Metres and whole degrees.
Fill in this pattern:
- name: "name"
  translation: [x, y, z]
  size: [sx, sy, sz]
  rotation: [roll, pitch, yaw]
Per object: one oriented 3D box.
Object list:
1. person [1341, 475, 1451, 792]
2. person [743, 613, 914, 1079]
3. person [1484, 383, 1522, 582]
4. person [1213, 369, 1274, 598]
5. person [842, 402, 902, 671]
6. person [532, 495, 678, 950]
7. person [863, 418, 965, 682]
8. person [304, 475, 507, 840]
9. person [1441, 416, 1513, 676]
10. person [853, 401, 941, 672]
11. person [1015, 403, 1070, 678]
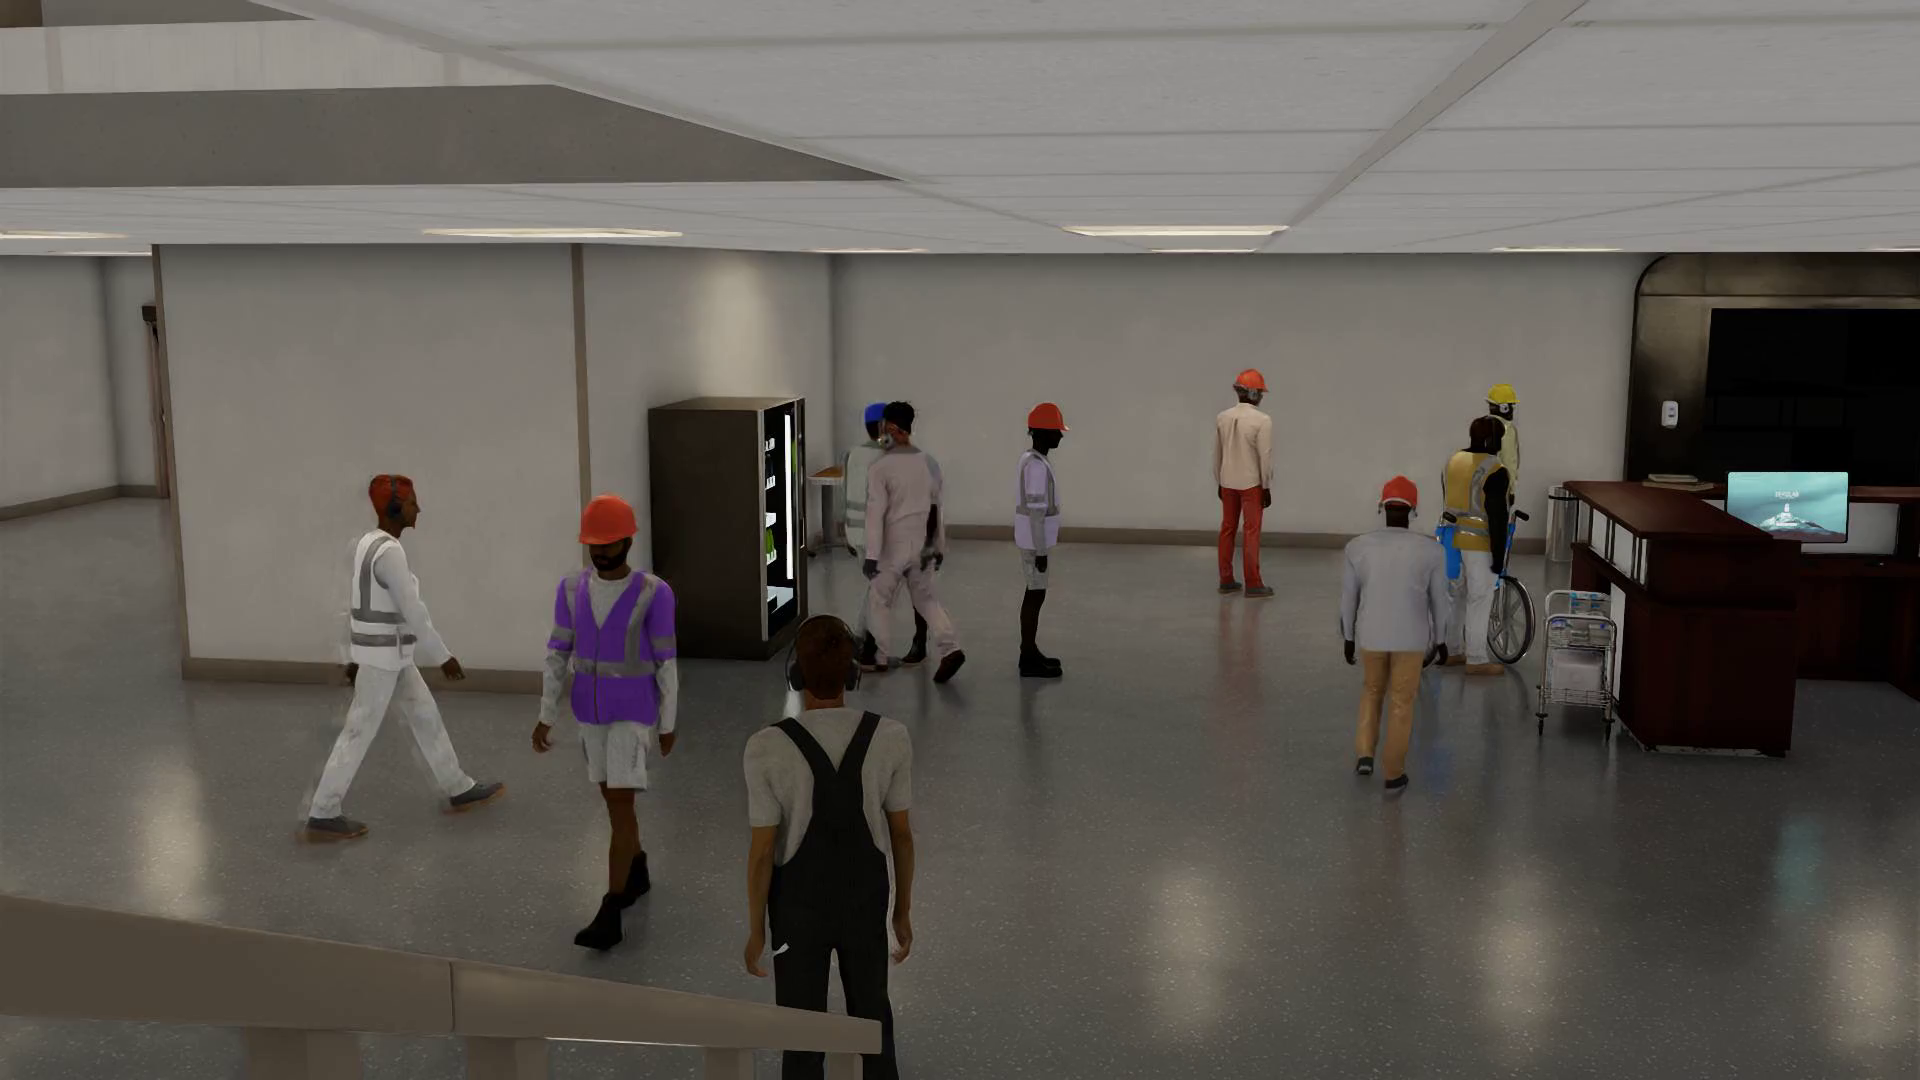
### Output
- name: "person"
  translation: [2.391, 0.512, 9.118]
  size: [0.569, 1.737, 0.371]
  rotation: [5, 11, 30]
- name: "person"
  translation: [-0.388, 1.131, 4.965]
  size: [0.517, 1.843, 0.326]
  rotation: [-3, 10, -18]
- name: "person"
  translation: [4.862, -0.505, 15.096]
  size: [0.404, 1.833, 0.591]
  rotation: [-3, 10, -16]
- name: "person"
  translation: [2.492, -0.493, 14.547]
  size: [0.401, 1.987, 0.612]
  rotation: [-8, 12, -40]
- name: "person"
  translation: [-0.581, -0.015, 11.817]
  size: [0.441, 1.916, 0.660]
  rotation: [-7, 12, -37]
- name: "person"
  translation: [-1.530, 0.752, 7.167]
  size: [0.552, 1.896, 0.856]
  rotation: [3, 10, 19]
- name: "person"
  translation: [-0.354, 0.057, 11.587]
  size: [0.714, 1.853, 0.928]
  rotation: [-7, 12, -38]
- name: "person"
  translation: [-2.879, 0.584, 8.427]
  size: [1.018, 1.828, 0.579]
  rotation: [-4, 10, -23]
- name: "person"
  translation: [3.653, 0.039, 11.757]
  size: [0.429, 1.835, 0.633]
  rotation: [-4, 10, -21]
- name: "person"
  translation: [-0.469, -0.006, 11.691]
  size: [0.623, 1.930, 0.847]
  rotation: [5, 11, 29]
- name: "person"
  translation: [0.574, 0.002, 11.688]
  size: [0.380, 1.931, 0.545]
  rotation: [0, 9, 1]
